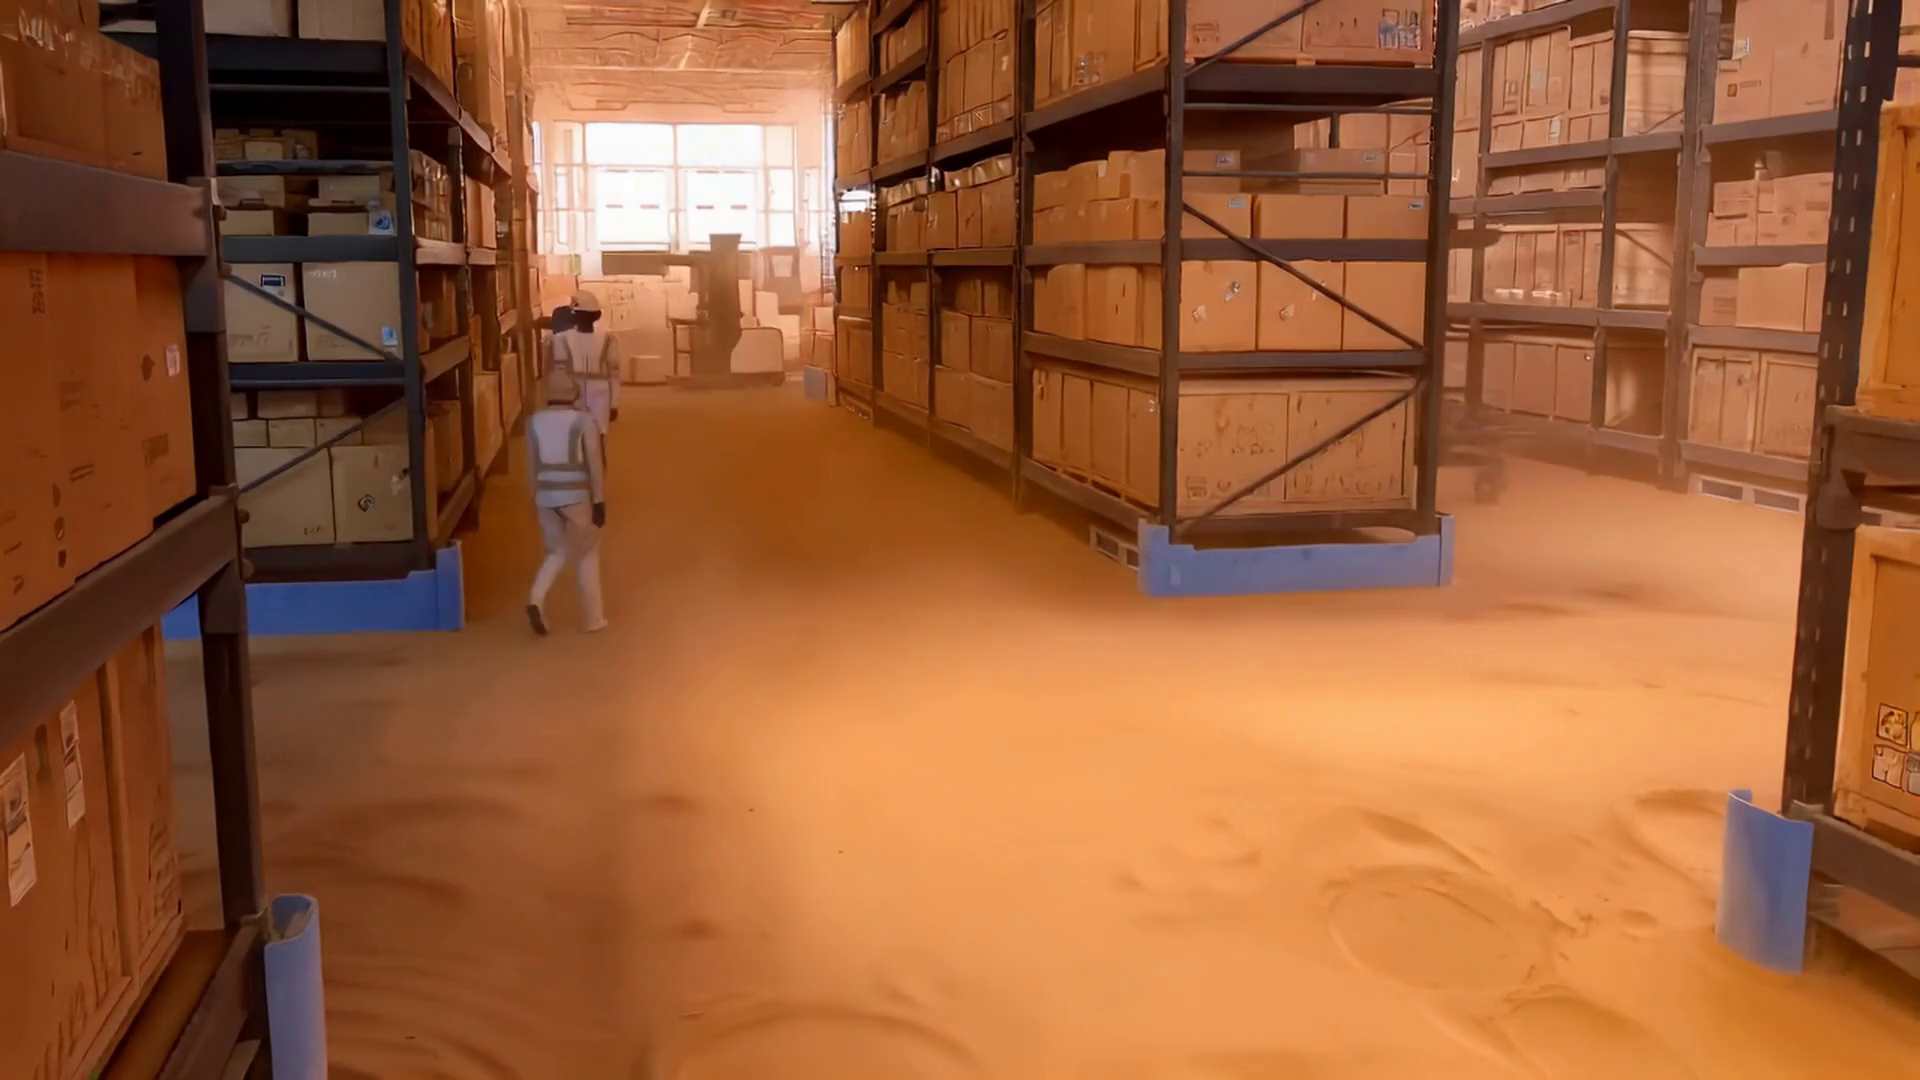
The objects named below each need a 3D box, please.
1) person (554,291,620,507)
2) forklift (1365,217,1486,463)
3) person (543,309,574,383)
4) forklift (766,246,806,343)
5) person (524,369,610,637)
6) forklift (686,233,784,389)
[{"bbox_3d":[-3.520,-1.352,15.745,0.603,2.007,1.026,-2,9,-11],"label":"person"},{"bbox_3d":[4.856,-2.286,18.759,1.873,2.768,1.129,-2,10,-12],"label":"forklift"},{"bbox_3d":[-4.025,-1.446,16.959,0.429,1.801,0.750,-2,10,-13],"label":"person"},{"bbox_3d":[-5.128,-7.135,48.316,1.129,2.768,1.873,-2,10,-12],"label":"forklift"},{"bbox_3d":[-2.396,-0.210,9.941,0.558,1.616,0.580,3,10,16],"label":"person"},{"bbox_3d":[-4.276,-4.206,30.461,1.873,2.768,1.129,-4,10,-25],"label":"forklift"}]
